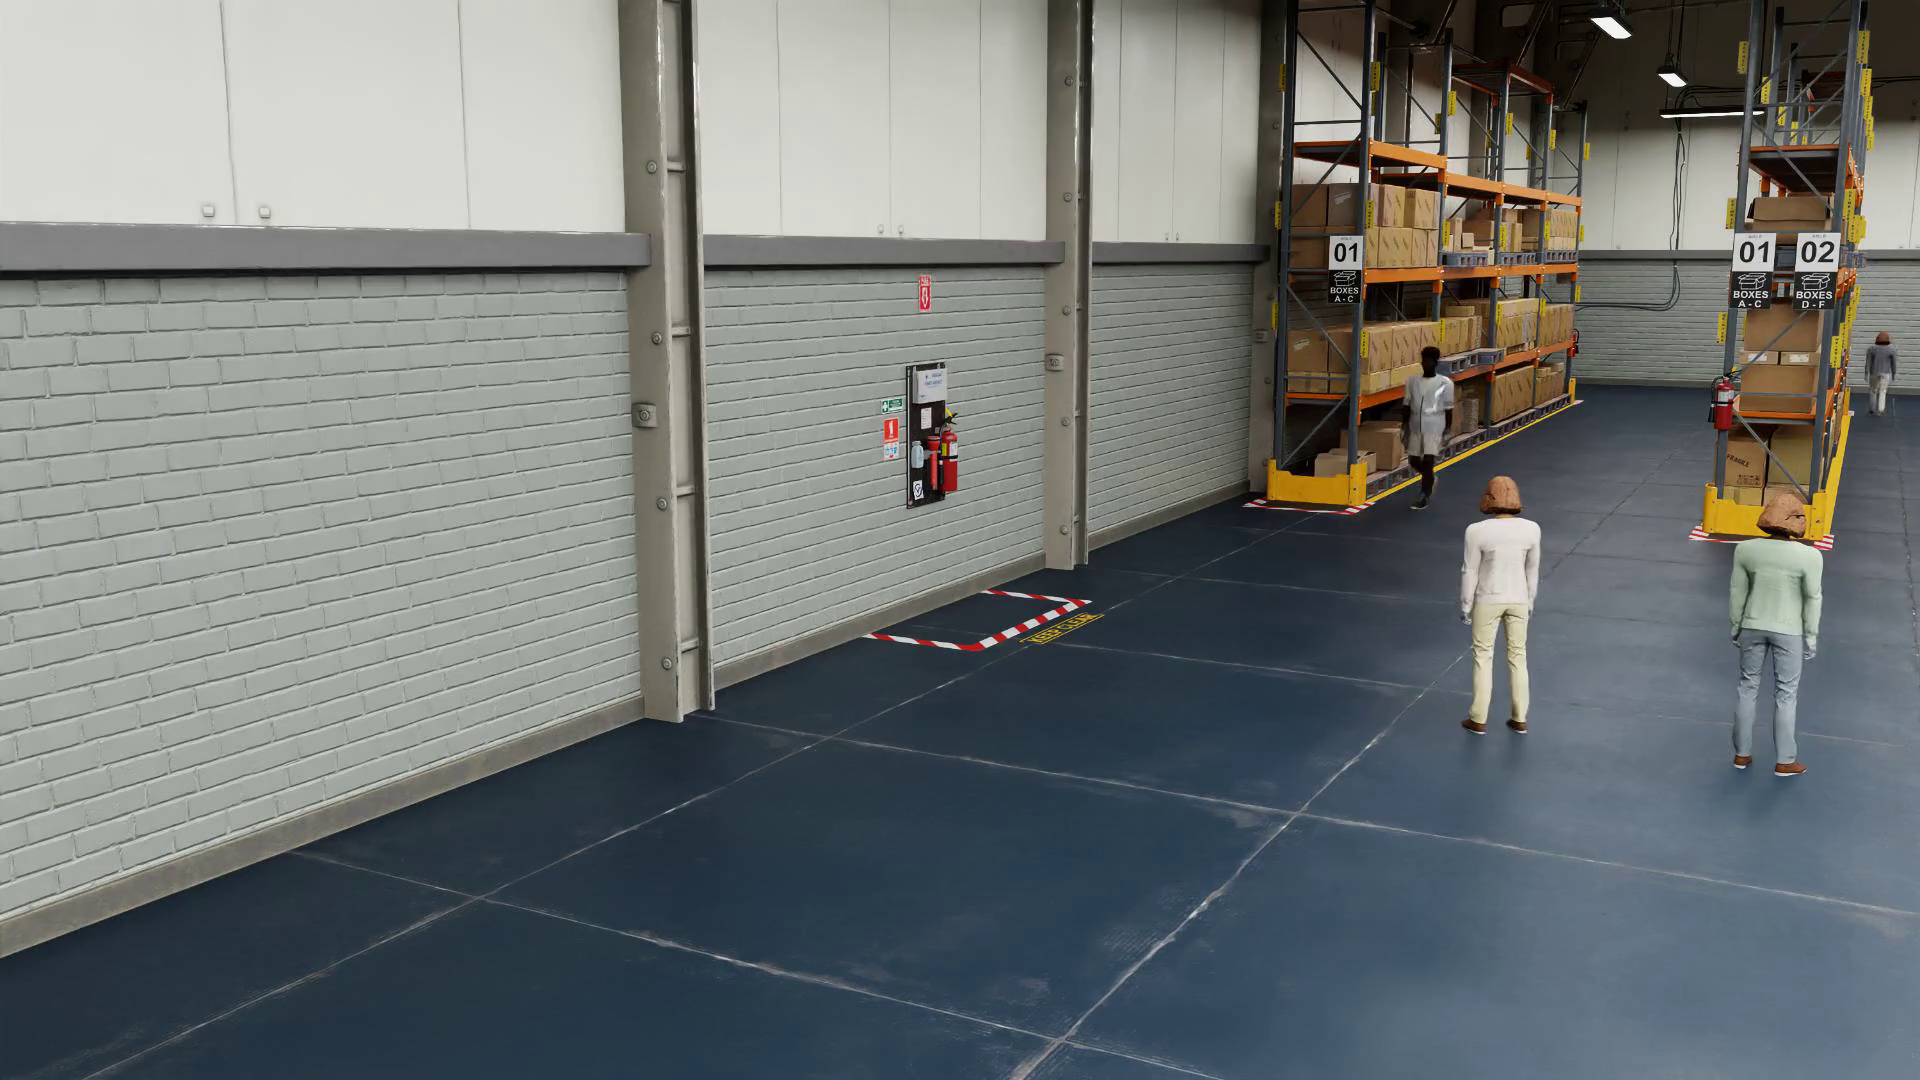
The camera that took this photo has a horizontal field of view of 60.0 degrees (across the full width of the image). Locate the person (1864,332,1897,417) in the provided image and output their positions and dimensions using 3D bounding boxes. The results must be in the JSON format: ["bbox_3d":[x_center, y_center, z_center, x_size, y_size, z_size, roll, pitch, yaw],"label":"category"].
[{"bbox_3d":[17.191,-3.090,31.073,0.511,1.584,0.865,6,11,32],"label":"person"}]

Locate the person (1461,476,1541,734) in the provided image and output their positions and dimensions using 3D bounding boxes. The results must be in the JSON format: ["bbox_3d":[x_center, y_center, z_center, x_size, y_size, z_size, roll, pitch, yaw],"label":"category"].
[{"bbox_3d":[3.394,0.410,10.463,0.501,1.624,0.293,-1,10,-5],"label":"person"}]

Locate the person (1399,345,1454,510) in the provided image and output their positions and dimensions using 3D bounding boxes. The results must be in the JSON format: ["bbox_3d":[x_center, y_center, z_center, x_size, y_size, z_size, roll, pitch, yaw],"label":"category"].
[{"bbox_3d":[5.580,-1.351,19.822,0.618,1.950,0.732,8,13,39],"label":"person"}]

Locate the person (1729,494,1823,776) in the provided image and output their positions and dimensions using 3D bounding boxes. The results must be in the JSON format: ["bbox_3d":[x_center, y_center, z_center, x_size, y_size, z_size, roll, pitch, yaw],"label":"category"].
[{"bbox_3d":[4.712,0.545,9.642,0.285,1.631,0.501,-9,13,-43],"label":"person"}]
